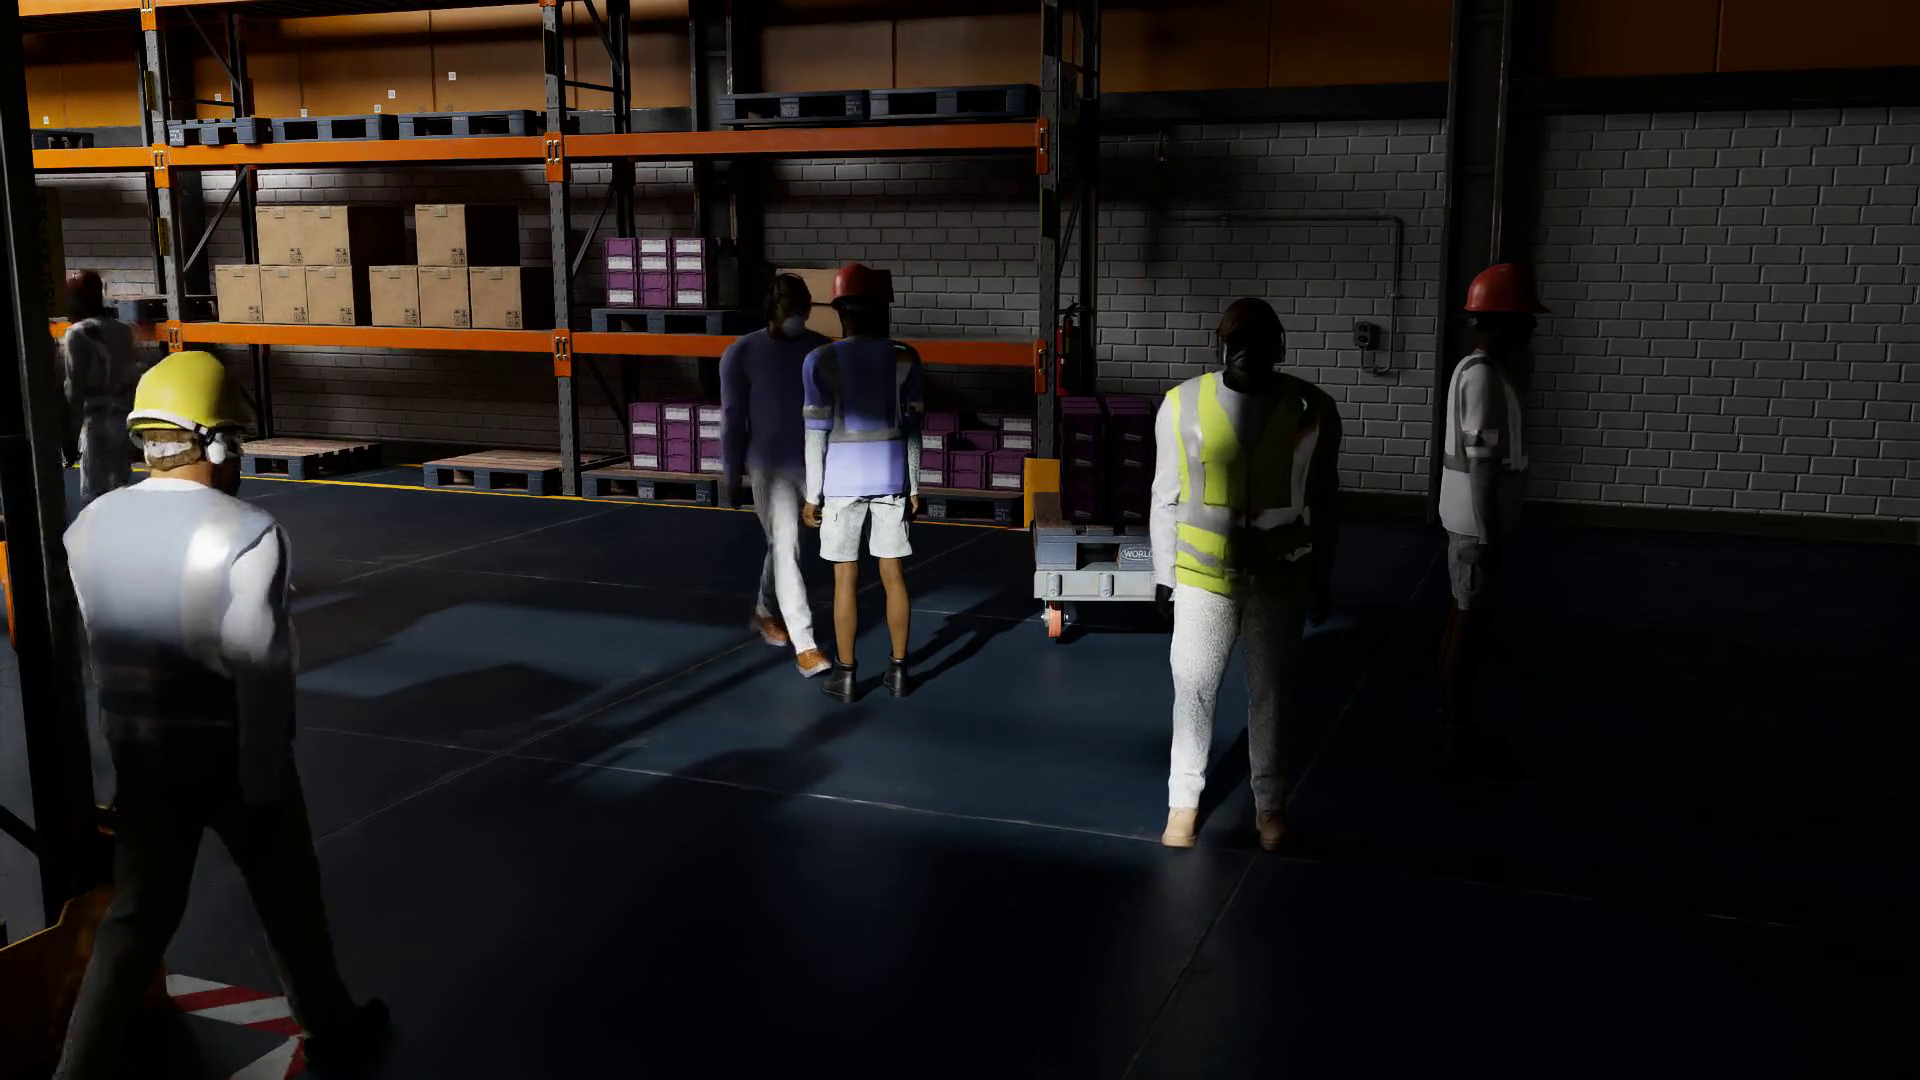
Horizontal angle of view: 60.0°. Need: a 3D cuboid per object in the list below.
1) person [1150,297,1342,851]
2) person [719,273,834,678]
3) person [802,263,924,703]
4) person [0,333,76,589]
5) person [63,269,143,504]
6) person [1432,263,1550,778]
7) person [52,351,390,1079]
[{"bbox_3d":[0.942,0.123,5.530,0.624,1.844,0.430,1,10,7],"label":"person"},{"bbox_3d":[-0.822,-0.337,8.002,0.653,1.888,1.052,-5,11,-26],"label":"person"},{"bbox_3d":[-0.435,-0.244,7.338,0.543,1.928,0.373,-3,11,-19],"label":"person"},{"bbox_3d":[-5.372,-0.586,9.347,0.963,1.883,0.612,7,12,32],"label":"person"},{"bbox_3d":[-4.974,-0.665,9.864,0.577,1.869,0.640,1,10,4],"label":"person"},{"bbox_3d":[2.021,-0.077,6.371,0.361,1.939,0.543,2,10,12],"label":"person"},{"bbox_3d":[-1.743,0.472,3.758,0.605,1.787,0.924,3,11,18],"label":"person"}]
